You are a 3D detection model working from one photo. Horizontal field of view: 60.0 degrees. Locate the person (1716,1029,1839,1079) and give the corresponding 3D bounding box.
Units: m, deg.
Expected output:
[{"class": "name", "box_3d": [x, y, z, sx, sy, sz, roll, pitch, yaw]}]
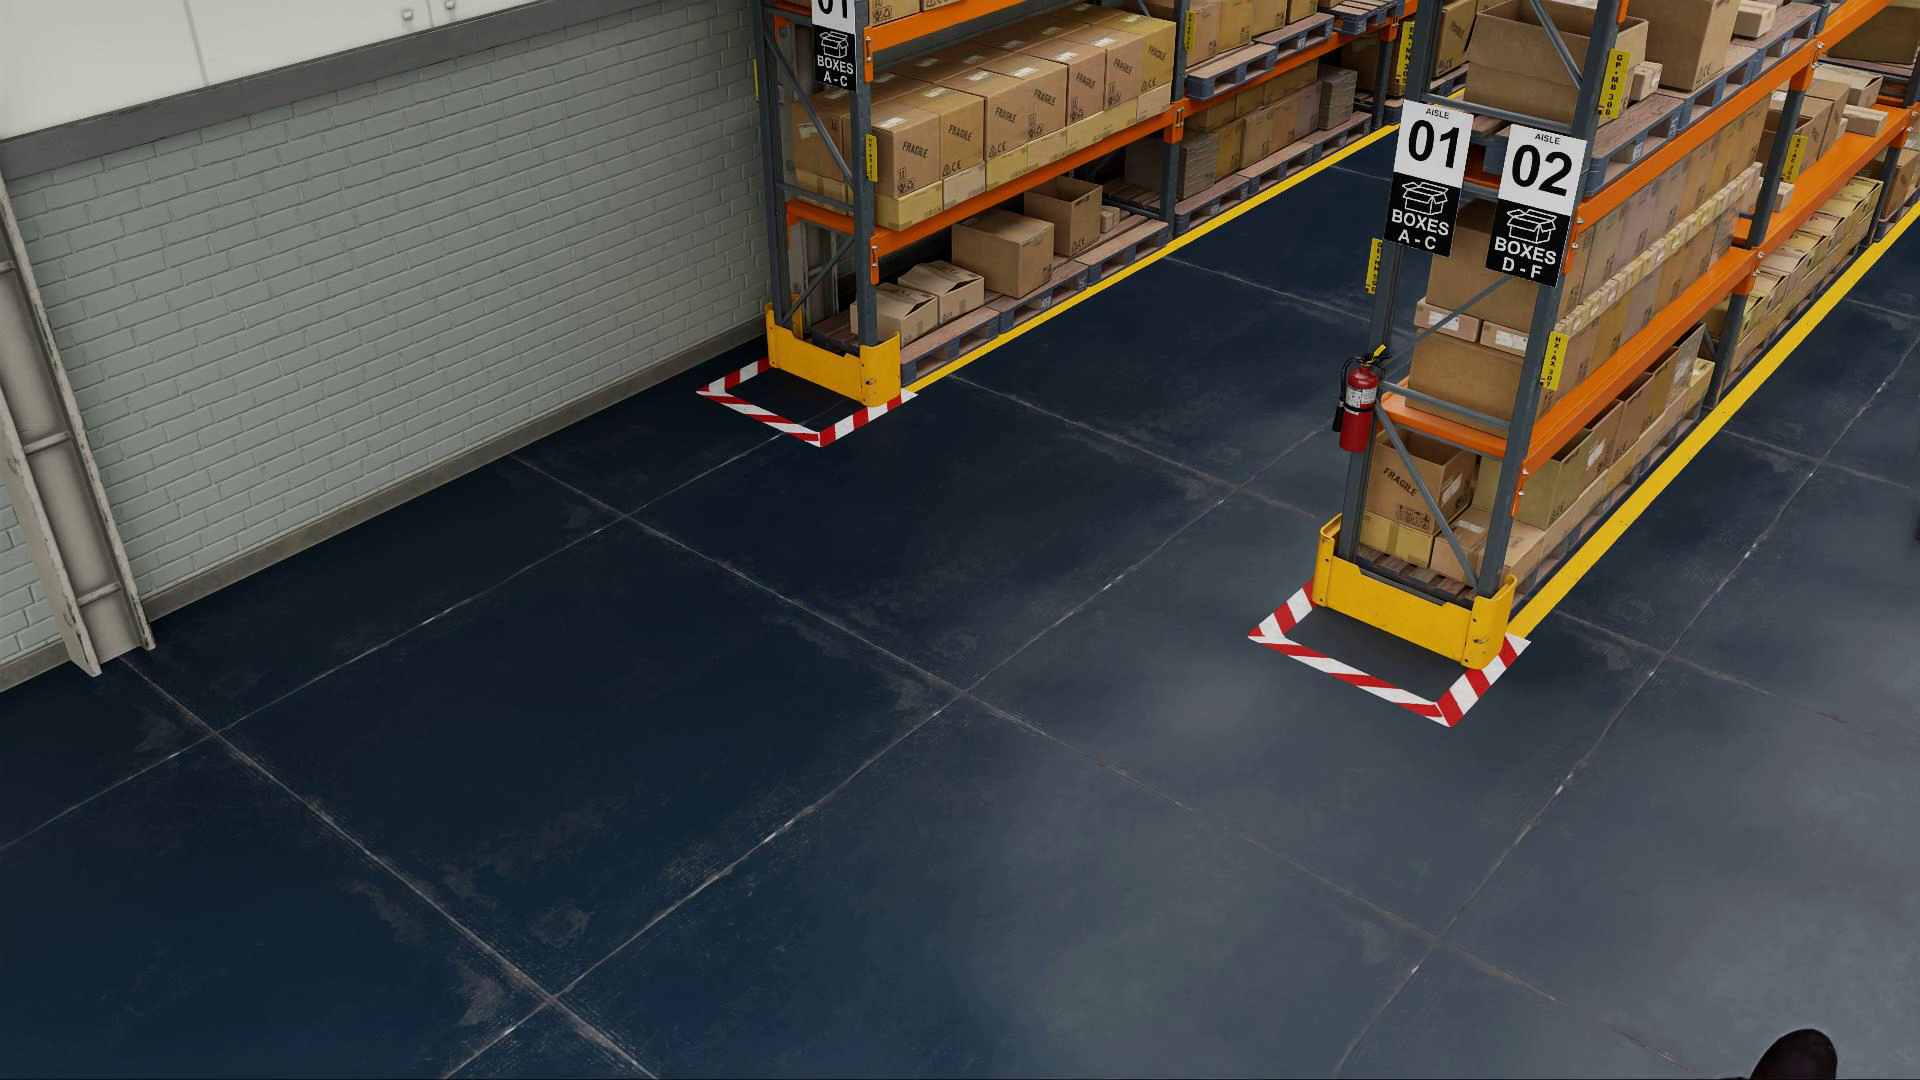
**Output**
[{"class": "person", "box_3d": [2.756, 2.357, 5.843, 0.655, 1.718, 0.598, 22, 39, 30]}]
